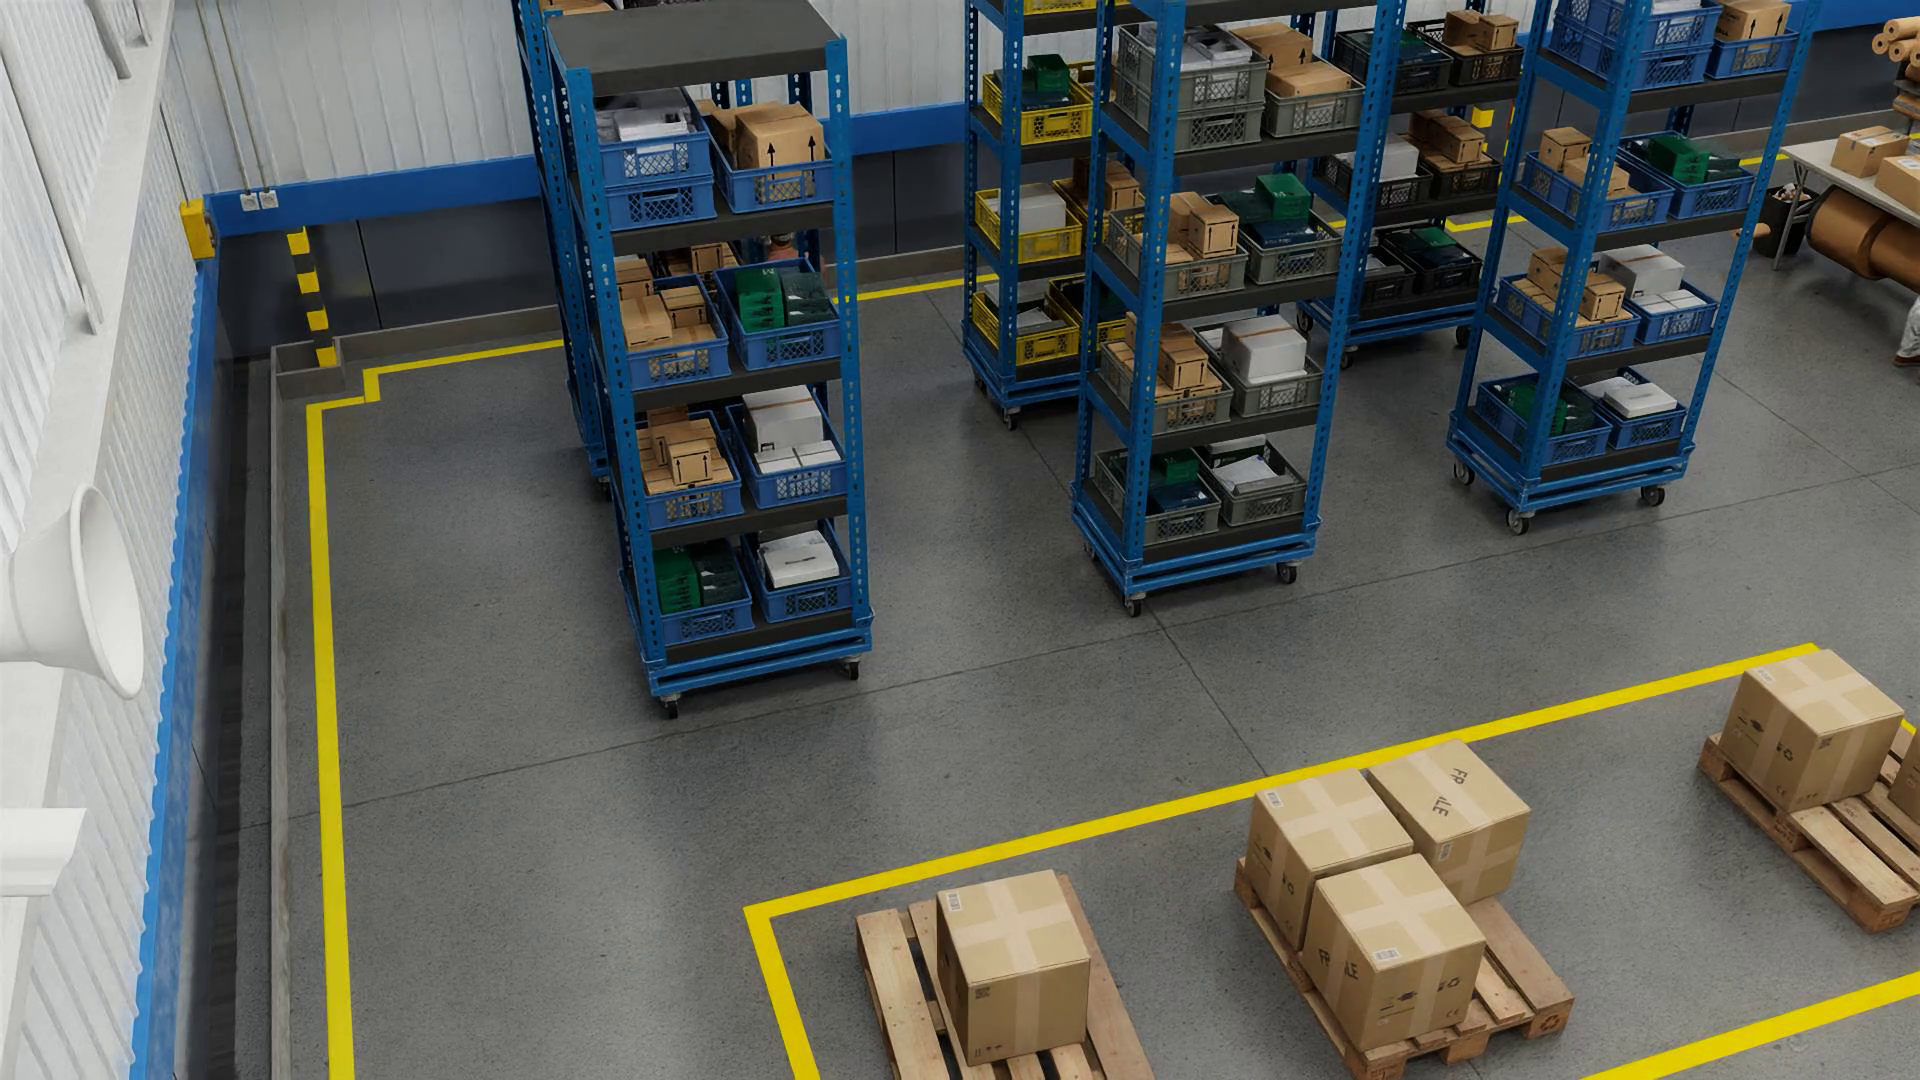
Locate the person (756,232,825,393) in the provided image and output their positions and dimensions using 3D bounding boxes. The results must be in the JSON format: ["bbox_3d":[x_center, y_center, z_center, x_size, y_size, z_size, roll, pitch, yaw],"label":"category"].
[{"bbox_3d":[-1.078,-1.149,10.190,0.619,1.983,0.412,-29,44,-35],"label":"person"}]

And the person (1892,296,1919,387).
[{"bbox_3d":[6.915,-1.980,11.413,0.366,1.932,0.630,-5,35,-6],"label":"person"}]
